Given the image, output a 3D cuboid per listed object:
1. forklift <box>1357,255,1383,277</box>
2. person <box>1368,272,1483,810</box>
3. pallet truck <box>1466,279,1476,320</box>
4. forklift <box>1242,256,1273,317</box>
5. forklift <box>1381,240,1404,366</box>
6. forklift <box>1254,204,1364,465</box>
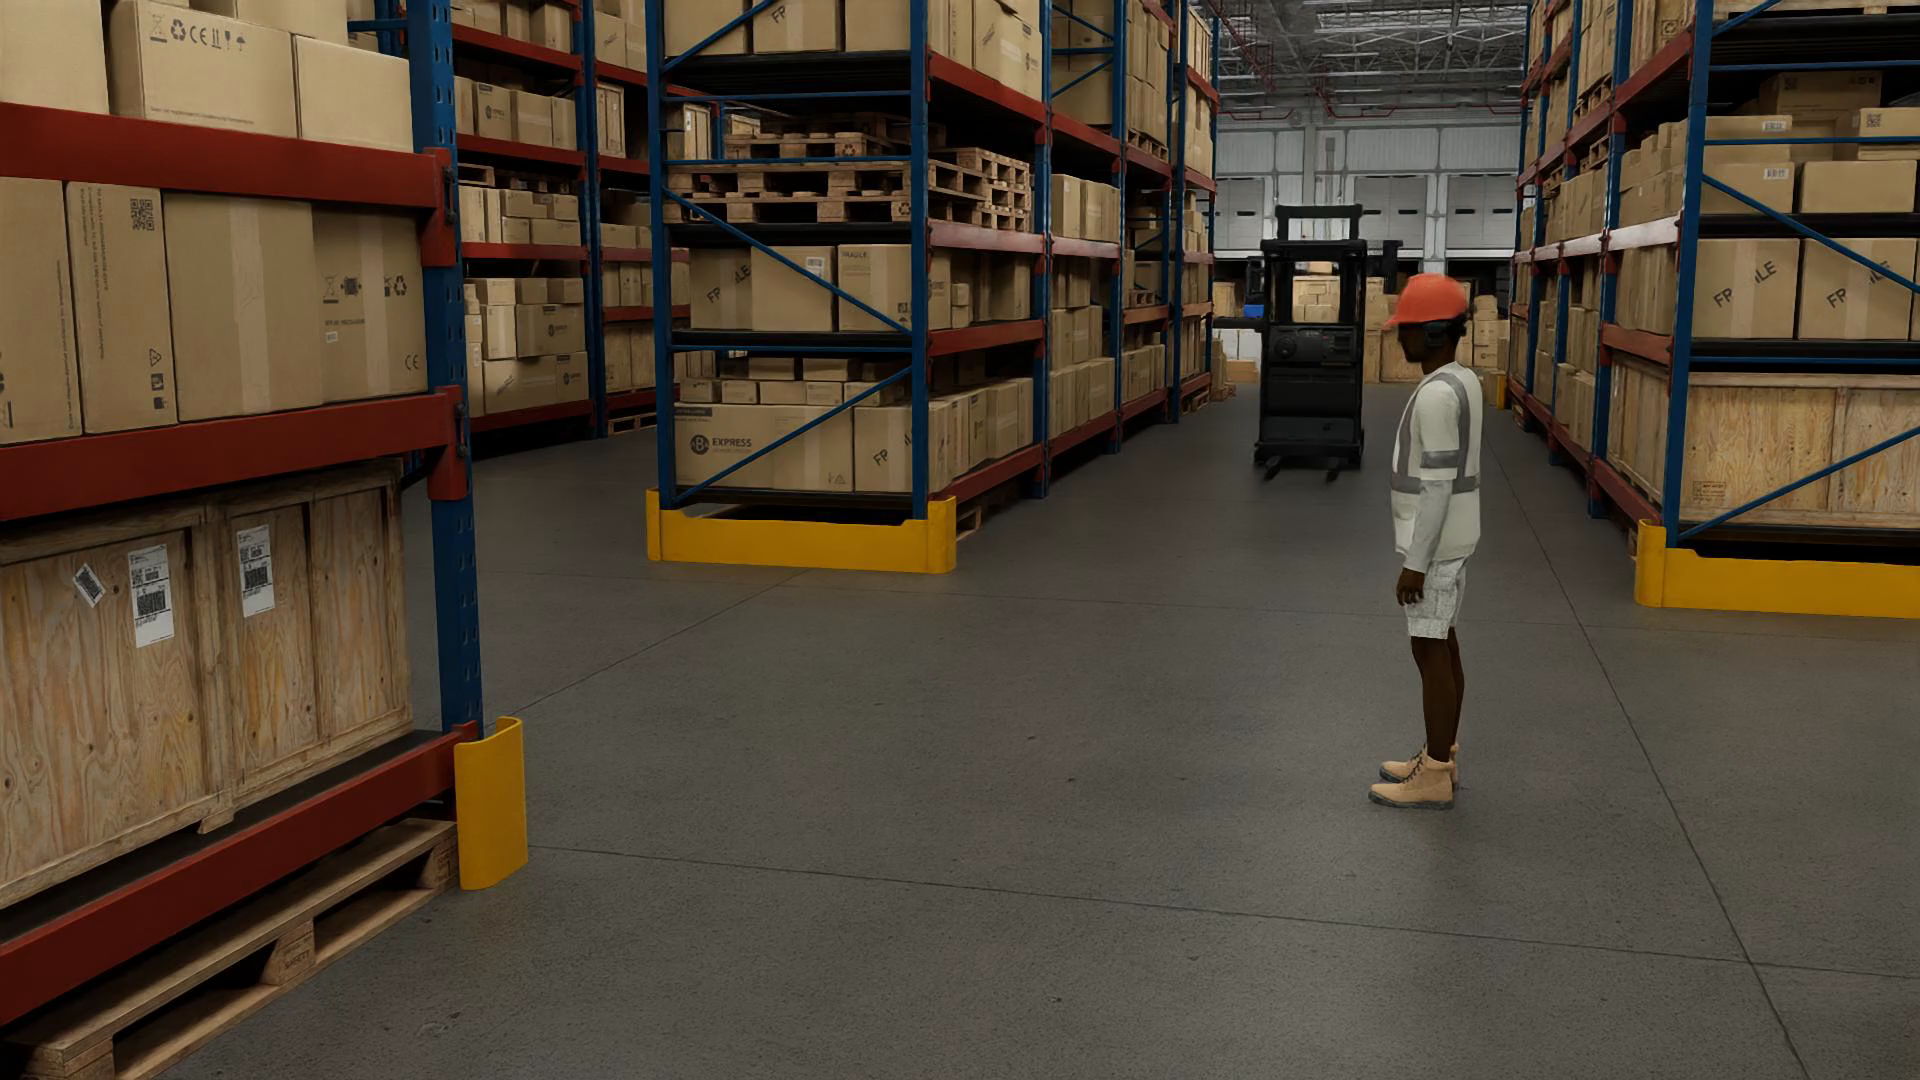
[{"bbox_3d":[14.147,-8.466,57.559,1.129,2.768,1.873,-2,9,-11],"label":"forklift"},{"bbox_3d":[1.783,0.010,6.360,0.381,2.044,0.605,4,10,24],"label":"person"},{"bbox_3d":[18.896,-8.459,60.307,1.885,1.965,0.823,5,10,31],"label":"pallet truck"},{"bbox_3d":[10.671,-8.733,59.254,1.129,2.768,1.873,2,9,15],"label":"forklift"},{"bbox_3d":[9.181,-5.008,35.587,1.873,2.768,1.129,2,9,14],"label":"forklift"},{"bbox_3d":[3.946,-2.314,18.476,1.129,2.768,1.873,2,9,15],"label":"forklift"}]
